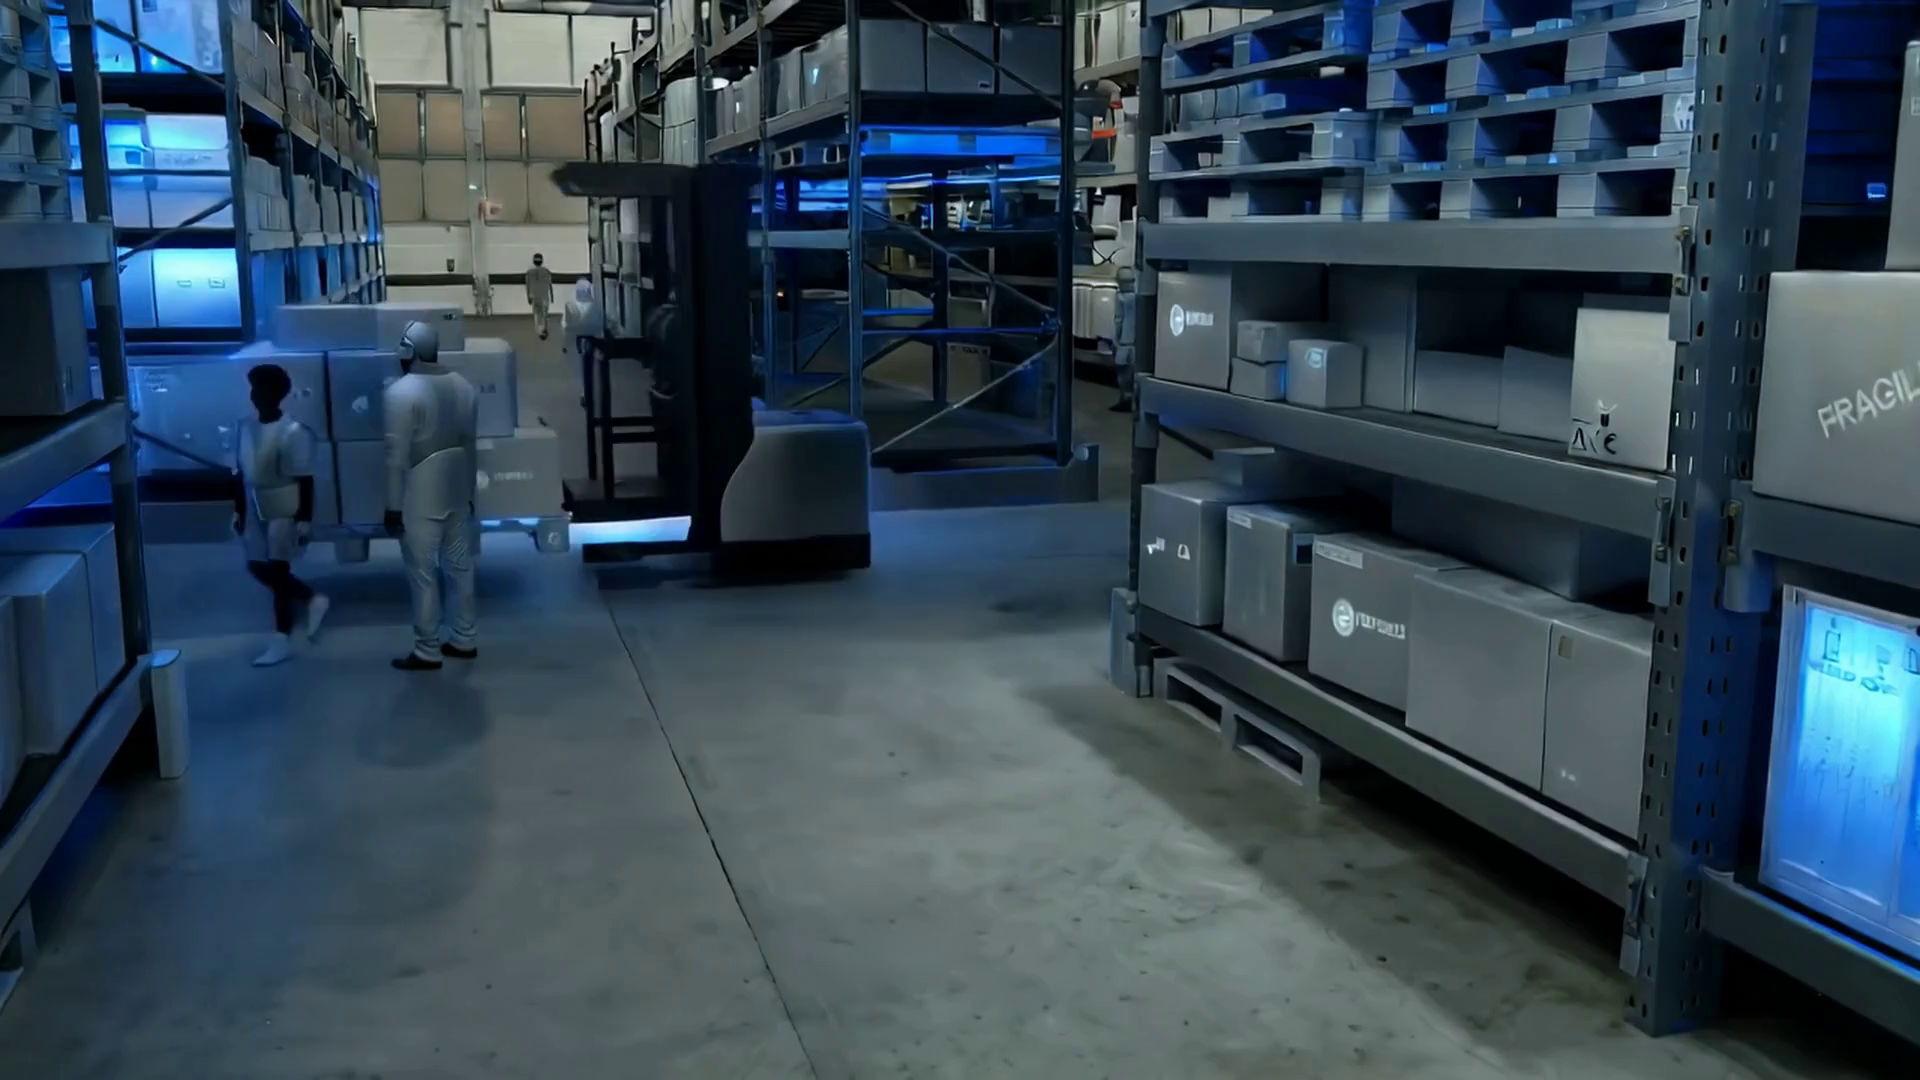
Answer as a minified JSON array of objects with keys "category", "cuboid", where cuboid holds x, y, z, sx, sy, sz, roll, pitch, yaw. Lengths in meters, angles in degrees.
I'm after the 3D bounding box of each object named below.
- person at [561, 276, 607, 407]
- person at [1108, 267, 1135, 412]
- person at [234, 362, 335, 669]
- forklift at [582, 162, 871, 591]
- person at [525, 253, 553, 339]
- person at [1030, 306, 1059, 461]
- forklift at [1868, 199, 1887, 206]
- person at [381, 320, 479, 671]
[{"category":"person","cuboid":[-5.183,-2.735,23.037,0.608,1.791,0.867,-4,11,-22]},{"category":"person","cuboid":[2.230,-2.699,22.453,0.358,1.938,0.545,8,13,38]},{"category":"person","cuboid":[-3.755,-0.160,9.234,0.547,1.678,0.600,5,12,26]},{"category":"forklift","cuboid":[-1.646,-1.165,11.457,1.873,2.768,1.129,-3,11,-18]},{"category":"person","cuboid":[-9.694,-5.614,38.335,0.615,1.980,0.429,-1,10,-7]},{"category":"person","cuboid":[0.928,-1.647,17.553,0.288,1.626,0.497,-7,12,-33]},{"category":"forklift","cuboid":[11.338,-2.915,21.052,1.129,2.768,1.873,-3,11,-17]},{"category":"person","cuboid":[-2.913,-0.243,9.106,0.399,1.901,0.643,5,11,24]}]
